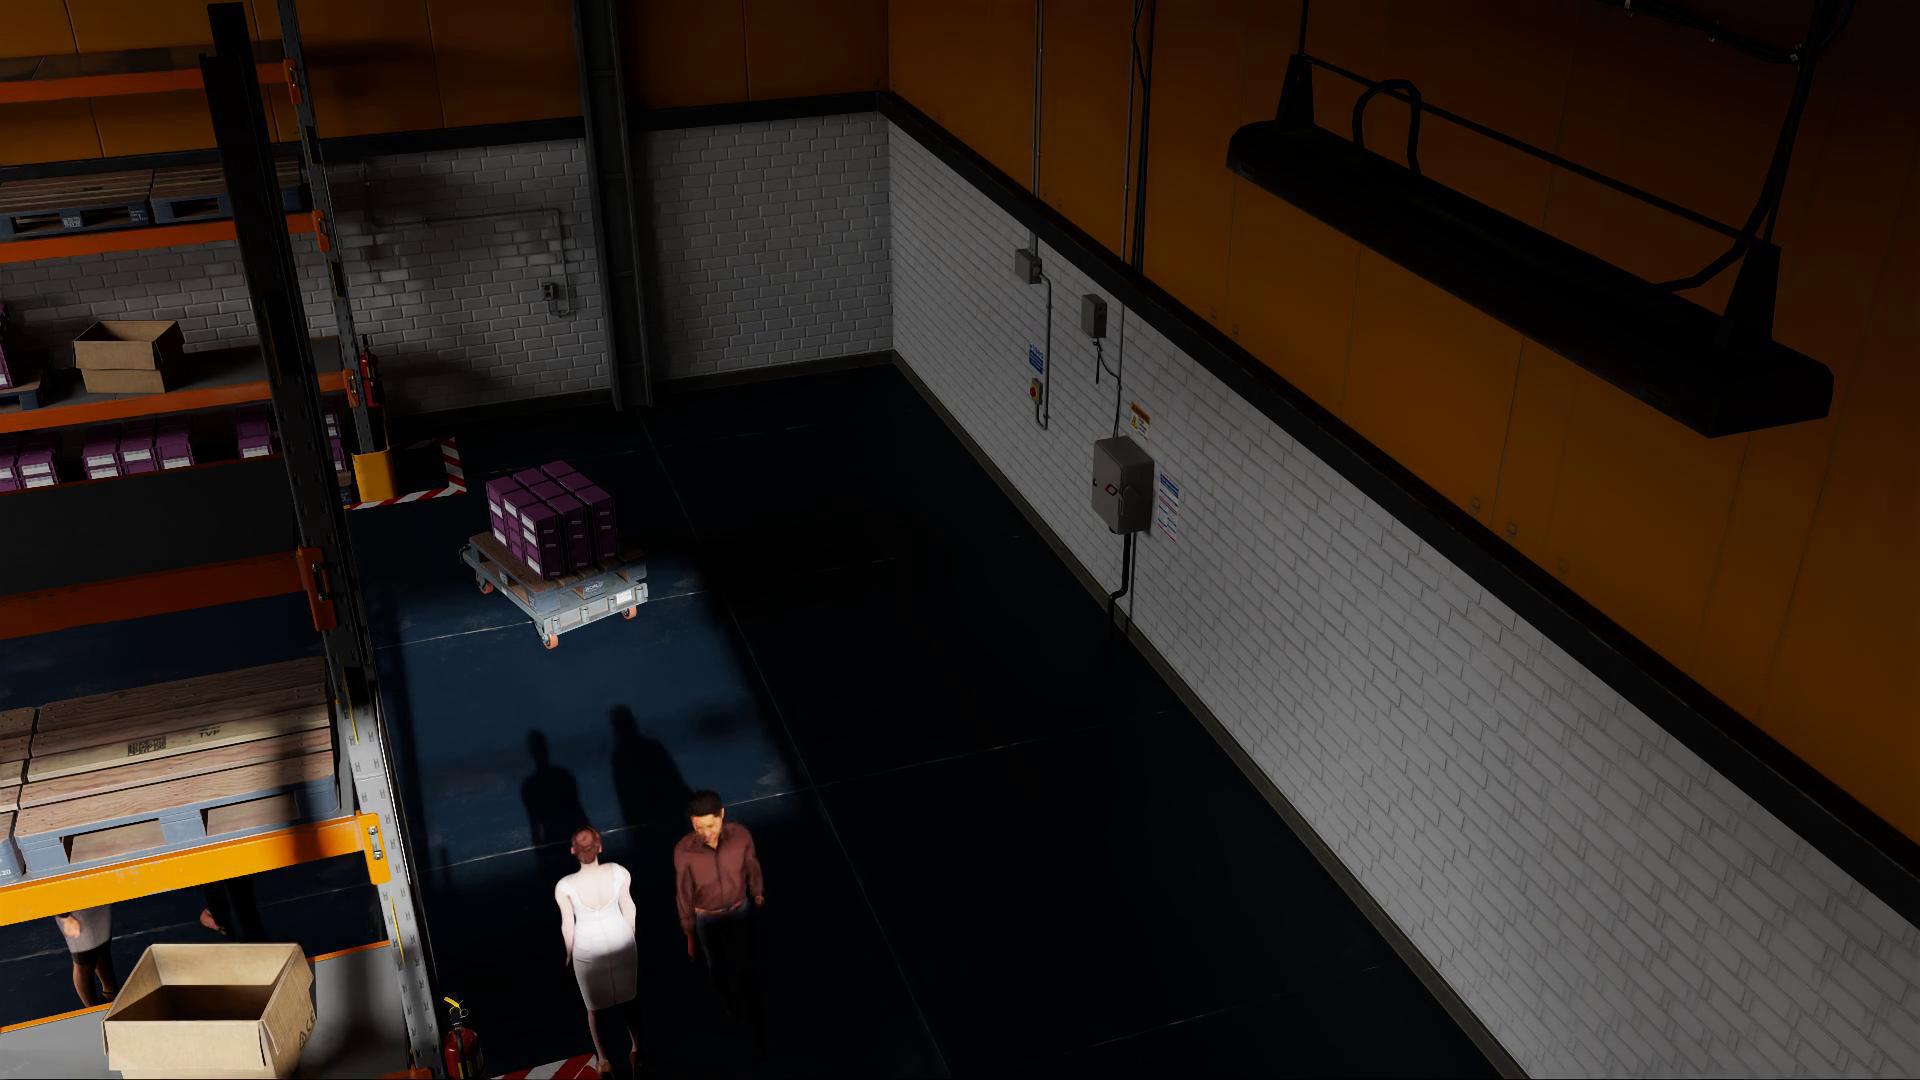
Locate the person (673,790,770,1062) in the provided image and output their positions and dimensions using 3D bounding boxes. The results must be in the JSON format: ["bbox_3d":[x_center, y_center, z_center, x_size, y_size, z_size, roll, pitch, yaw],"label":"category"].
[{"bbox_3d":[-1.405,2.077,9.504,0.825,1.745,0.733,-10,30,-17],"label":"person"}]

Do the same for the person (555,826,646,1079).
[{"bbox_3d":[-1.953,2.267,9.106,0.407,1.792,0.627,-11,30,-19],"label":"person"}]
